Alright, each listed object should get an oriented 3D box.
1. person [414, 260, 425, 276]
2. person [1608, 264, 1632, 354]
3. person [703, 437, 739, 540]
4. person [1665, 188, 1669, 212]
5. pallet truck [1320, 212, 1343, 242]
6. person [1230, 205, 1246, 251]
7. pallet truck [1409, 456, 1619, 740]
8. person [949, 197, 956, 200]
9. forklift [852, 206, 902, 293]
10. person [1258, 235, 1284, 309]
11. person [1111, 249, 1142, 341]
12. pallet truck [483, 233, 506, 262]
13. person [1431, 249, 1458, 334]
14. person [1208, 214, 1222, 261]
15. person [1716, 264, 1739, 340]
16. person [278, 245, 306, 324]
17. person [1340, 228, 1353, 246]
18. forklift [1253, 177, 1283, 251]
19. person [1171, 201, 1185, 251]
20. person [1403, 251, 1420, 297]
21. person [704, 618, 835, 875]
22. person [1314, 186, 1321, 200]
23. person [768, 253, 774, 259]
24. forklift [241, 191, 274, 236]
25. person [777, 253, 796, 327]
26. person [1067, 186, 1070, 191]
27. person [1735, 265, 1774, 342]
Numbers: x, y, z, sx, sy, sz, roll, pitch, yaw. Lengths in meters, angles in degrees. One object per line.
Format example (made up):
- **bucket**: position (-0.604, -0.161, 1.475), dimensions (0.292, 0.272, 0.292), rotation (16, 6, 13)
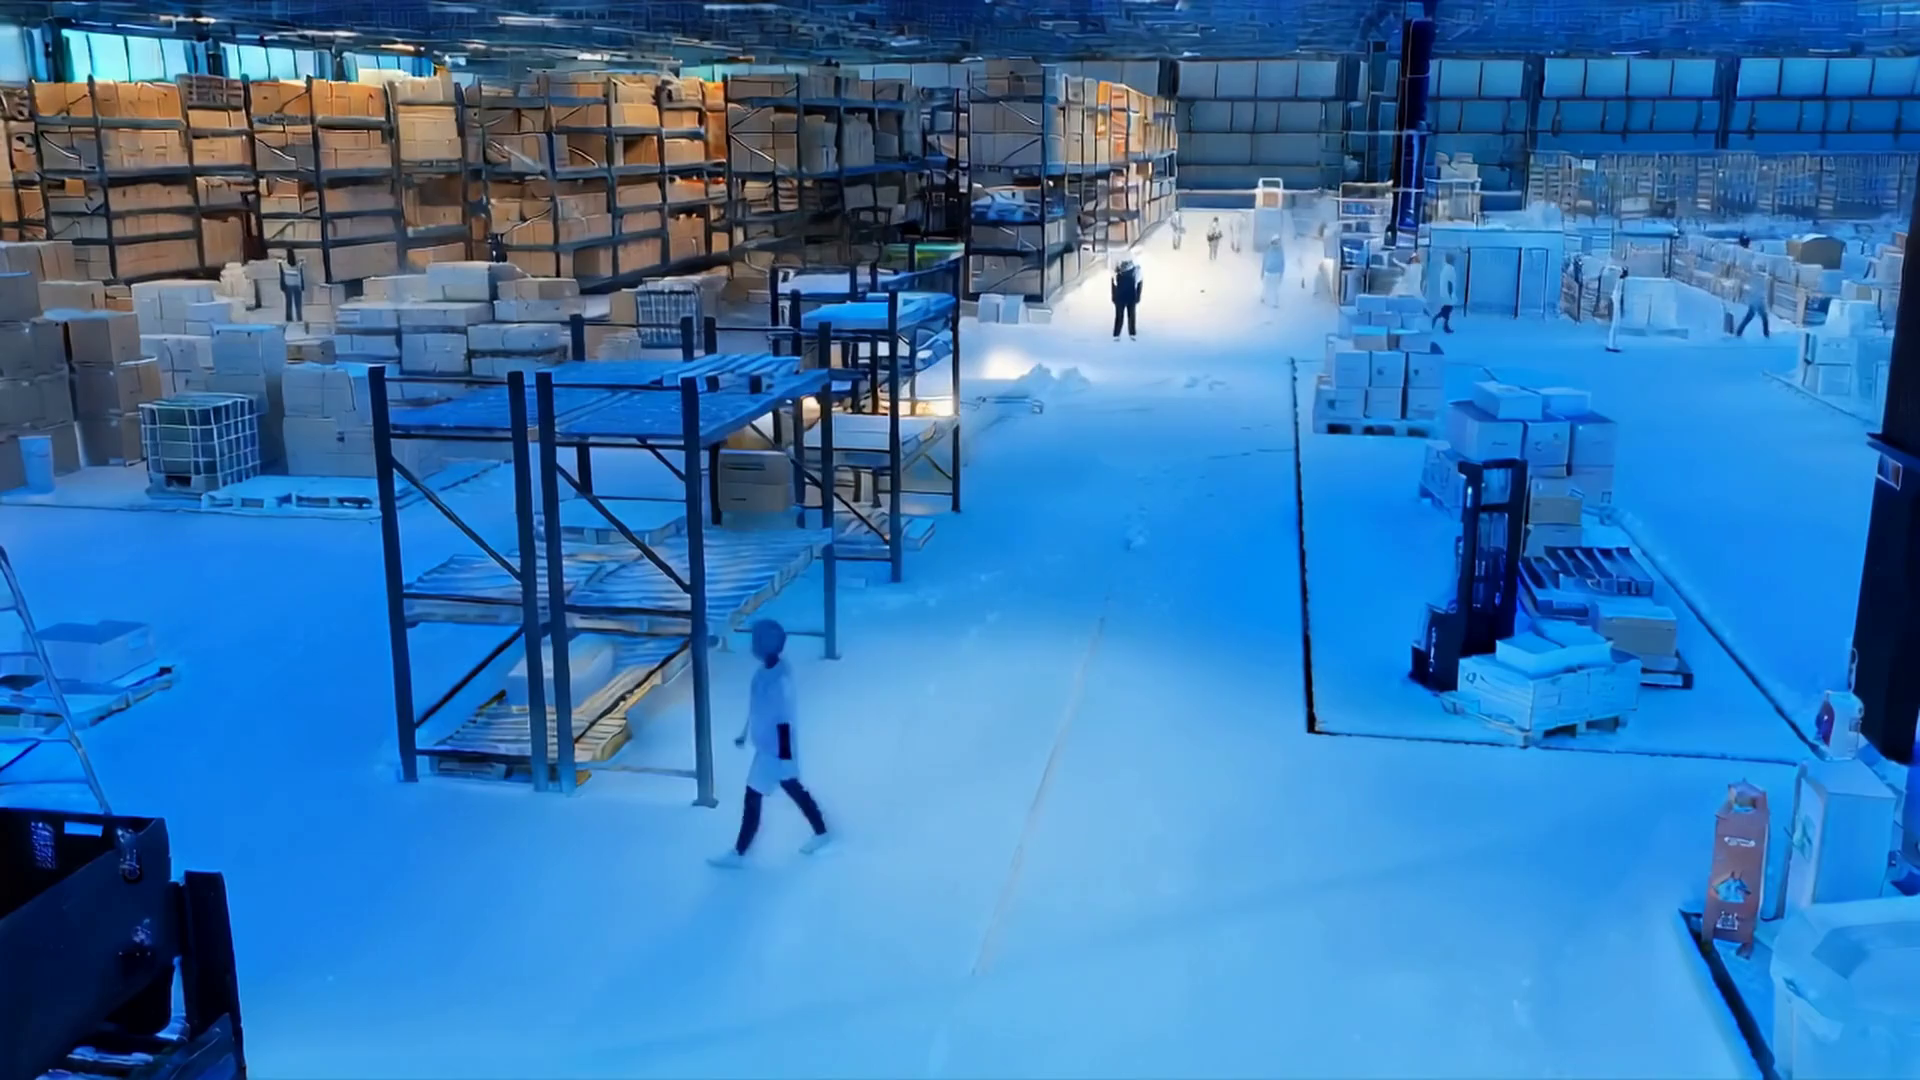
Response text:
- **person**: position (-12.944, -5.908, 39.846), dimensions (0.897, 1.593, 0.508), rotation (-2, 14, -7)
- **person**: position (13.931, -4.873, 35.084), dimensions (0.328, 1.865, 0.521), rotation (2, 14, 6)
- **person**: position (-2.258, -0.247, 16.239), dimensions (0.790, 1.904, 0.592), rotation (1, 14, 3)
- **person**: position (37.457, -17.972, 88.331), dimensions (0.572, 1.823, 0.586), rotation (-1, 14, -3)
- **pallet truck**: position (15.874, -13.227, 70.310), dimensions (0.680, 1.201, 1.601), rotation (10, 17, 35)
- **person**: position (10.790, -12.083, 64.482), dimensions (0.591, 1.810, 0.696), rotation (1, 14, 5)
- **pallet truck**: position (4.504, 0.400, 13.395), dimensions (0.823, 1.965, 1.885), rotation (-6, 15, -23)
- **person**: position (-0.493, -18.632, 90.882), dimensions (0.545, 1.900, 0.955), rotation (0, 14, 1)
- **forklift**: position (-2.095, -6.642, 40.169), dimensions (1.129, 2.768, 1.873), rotation (3, 14, 10)
- **person**: position (8.200, -7.071, 43.895), dimensions (0.650, 1.910, 1.030), rotation (-8, 16, -30)
- **person**: position (3.684, -5.450, 37.058), dimensions (0.690, 2.000, 0.538), rotation (5, 15, 18)
- **pallet truck**: position (-11.832, -7.026, 43.548), dimensions (1.885, 1.965, 0.823), rotation (8, 16, 28)
- **person**: position (11.196, -5.710, 38.285), dimensions (0.528, 1.954, 0.627), rotation (0, 14, 2)
- **person**: position (9.173, -10.874, 59.851), dimensions (0.538, 1.667, 0.797), rotation (0, 14, 2)
- **person**: position (17.255, -5.333, 37.308), dimensions (0.320, 1.694, 0.536), rotation (1, 14, 4)
- **person**: position (-16.153, -6.163, 40.230), dimensions (0.592, 1.911, 0.385), rotation (-12, 18, -40)
- **person**: position (12.780, -9.675, 55.072), dimensions (0.504, 1.624, 0.506), rotation (10, 17, 34)
- **forklift**: position (12.083, -12.747, 64.956), dimensions (1.129, 2.768, 1.873), rotation (3, 14, 10)
- **person**: position (8.519, -12.283, 65.061), dimensions (0.562, 1.922, 0.432), rotation (1, 14, 5)
- **person**: position (10.986, -6.135, 40.414), dimensions (0.391, 1.752, 0.553), rotation (12, 18, 41)
- **person**: position (-1.186, 1.281, 10.526), dimensions (0.848, 1.654, 0.541), rotation (-3, 14, -11)
- **person**: position (17.810, -16.657, 82.788), dimensions (0.441, 1.932, 0.615), rotation (12, 19, 41)
- **person**: position (-6.594, -11.058, 60.312), dimensions (0.918, 1.796, 0.633), rotation (-1, 14, -2)
- **forklift**: position (-21.001, -9.087, 50.095), dimensions (1.129, 2.768, 1.873), rotation (-4, 14, -14)
- **person**: position (-4.062, -5.673, 38.326), dimensions (0.583, 1.865, 0.656), rotation (0, 14, 1)
- **person**: position (5.538, -17.334, 85.798), dimensions (0.632, 1.808, 0.910), rotation (1, 14, 3)
- **person**: position (17.822, -5.316, 37.219), dimensions (0.526, 1.703, 0.818), rotation (-3, 14, -14)
